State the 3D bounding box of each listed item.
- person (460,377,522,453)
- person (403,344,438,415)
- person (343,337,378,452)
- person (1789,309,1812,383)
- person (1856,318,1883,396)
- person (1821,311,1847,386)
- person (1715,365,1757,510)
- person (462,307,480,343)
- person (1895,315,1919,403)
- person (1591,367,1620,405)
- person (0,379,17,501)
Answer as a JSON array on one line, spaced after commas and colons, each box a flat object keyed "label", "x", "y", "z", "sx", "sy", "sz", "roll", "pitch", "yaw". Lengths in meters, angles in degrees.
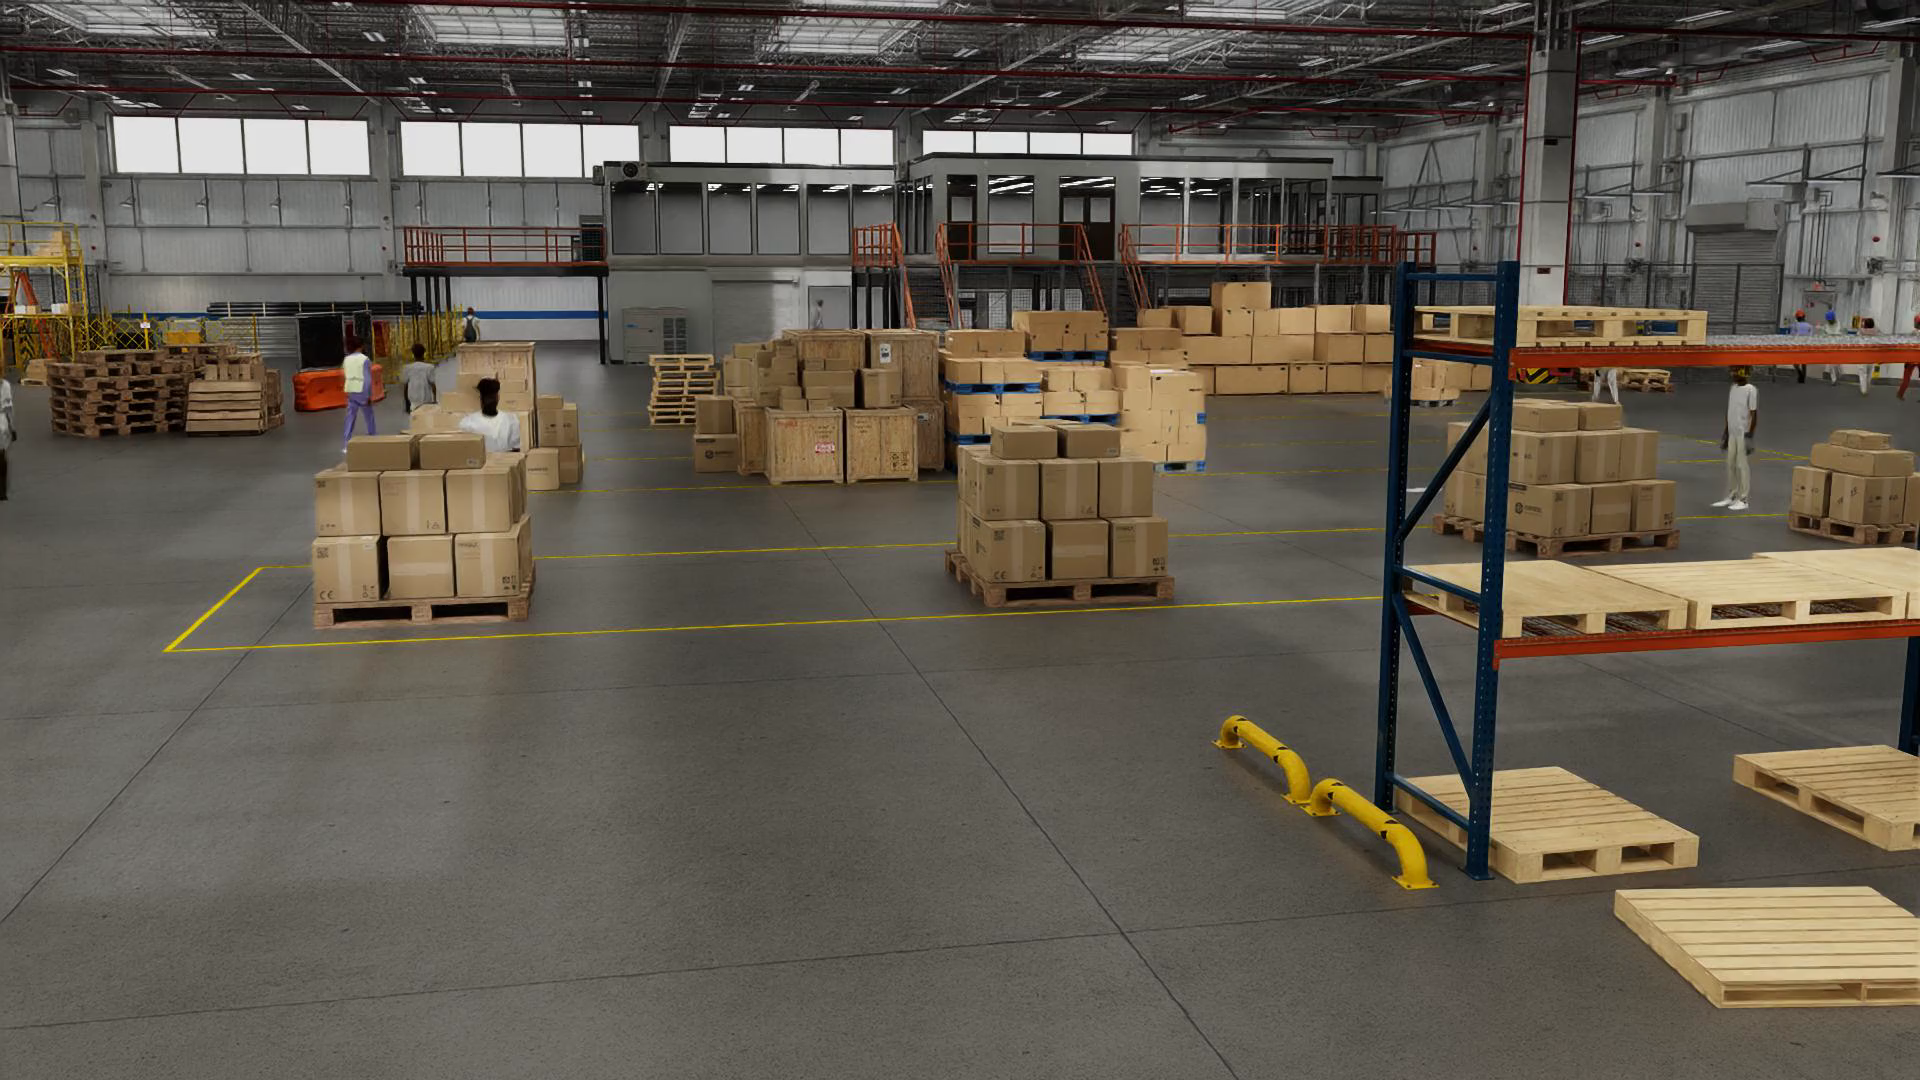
[{"label": "person", "x": -4.641, "y": -0.656, "z": 16.481, "sx": 0.615, "sy": 1.941, "sz": 0.774, "roll": -7, "pitch": 12, "yaw": -36}, {"label": "person", "x": -8.239, "y": -2.088, "z": 25.532, "sx": 0.560, "sy": 1.829, "sz": 0.917, "roll": -1, "pitch": 9, "yaw": -3}, {"label": "person", "x": -9.837, "y": -2.385, "z": 27.255, "sx": 0.618, "sy": 1.861, "sz": 0.950, "roll": 4, "pitch": 10, "yaw": 21}, {"label": "person", "x": 21.775, "y": -5.003, "z": 43.045, "sx": 0.603, "sy": 1.920, "sz": 0.607, "roll": 1, "pitch": 9, "yaw": 3}, {"label": "person", "x": 21.264, "y": -4.287, "z": 39.021, "sx": 0.646, "sy": 1.813, "sz": 0.793, "roll": 2, "pitch": 10, "yaw": 12}, {"label": "person", "x": 22.078, "y": -4.826, "z": 42.025, "sx": 0.655, "sy": 1.896, "sz": 0.508, "roll": 7, "pitch": 12, "yaw": 37}, {"label": "person", "x": 9.689, "y": -1.293, "z": 20.657, "sx": 0.359, "sy": 1.853, "sz": 0.602, "roll": -1, "pitch": 9, "yaw": -8}, {"label": "person", "x": -14.836, "y": -6.153, "z": 50.407, "sx": 0.524, "sy": 1.817, "sz": 0.729, "roll": -1, "pitch": 9, "yaw": -4}, {"label": "person", "x": 21.361, "y": -4.043, "z": 37.135, "sx": 0.649, "sy": 1.935, "sz": 1.043, "roll": 1, "pitch": 9, "yaw": 3}, {"label": "person", "x": 13.775, "y": -3.694, "z": 35.408, "sx": 0.631, "sy": 1.807, "sz": 0.870, "roll": -1, "pitch": 9, "yaw": -7}, {"label": "person", "x": -12.404, "y": -1.423, "z": 21.225, "sx": 0.584, "sy": 1.913, "sz": 0.629, "roll": -3, "pitch": 10, "yaw": -19}]
